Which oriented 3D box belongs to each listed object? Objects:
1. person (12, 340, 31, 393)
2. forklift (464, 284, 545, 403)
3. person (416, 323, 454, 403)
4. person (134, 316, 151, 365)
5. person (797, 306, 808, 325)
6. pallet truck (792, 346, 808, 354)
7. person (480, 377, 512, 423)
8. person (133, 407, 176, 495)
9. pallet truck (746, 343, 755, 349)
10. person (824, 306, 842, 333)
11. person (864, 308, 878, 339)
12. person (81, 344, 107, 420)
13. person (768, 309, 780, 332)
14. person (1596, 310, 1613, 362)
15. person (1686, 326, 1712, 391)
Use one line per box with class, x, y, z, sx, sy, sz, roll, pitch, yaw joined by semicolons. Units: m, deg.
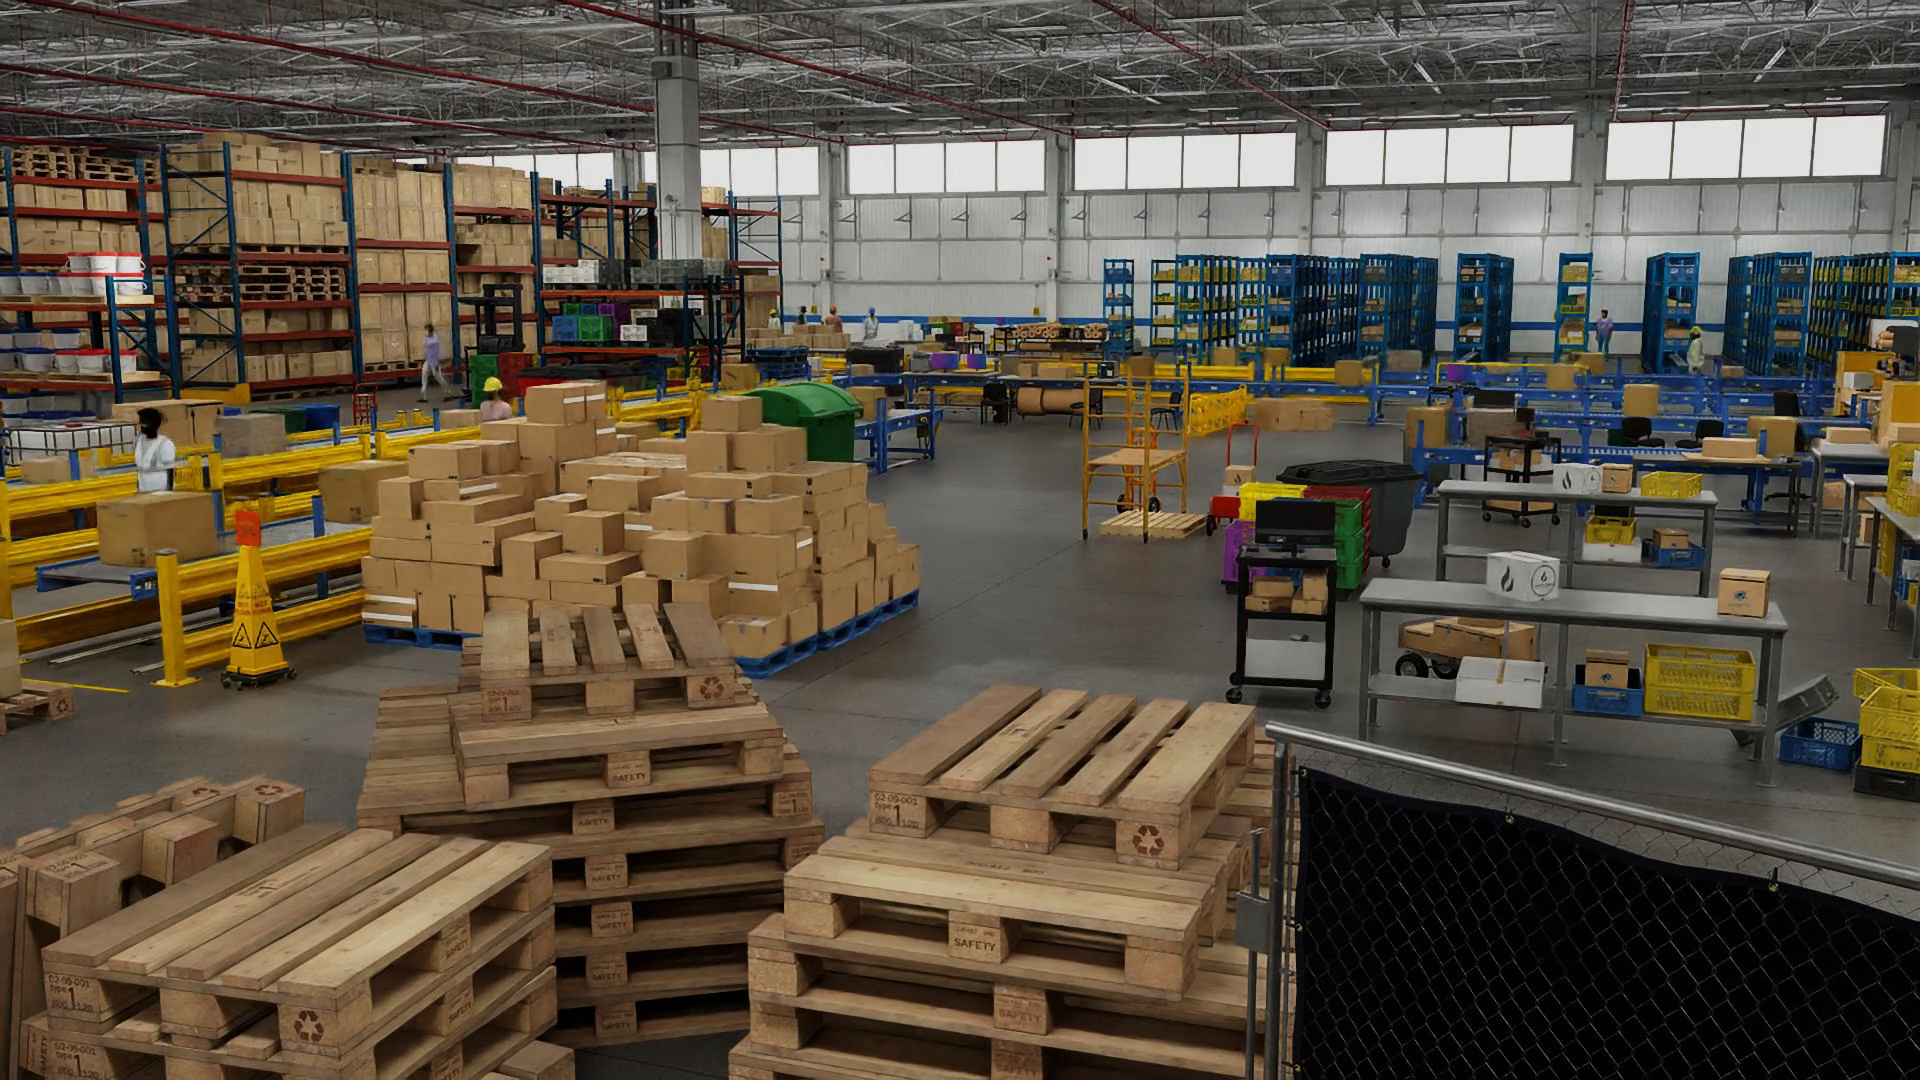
person;-21.146;-3.869;37.605;0.662;1.860;1.005;3;10;19
forklift;-10.832;-4.702;39.610;1.129;2.768;1.873;3;10;20
person;-12.545;-4.220;39.671;0.639;1.901;0.976;7;11;37
person;-24.783;-5.908;50.525;0.598;1.815;0.630;4;10;22
person;-6.297;-8.447;66.455;0.475;1.830;0.626;0;9;-2
pallet truck;-3.705;-4.298;42.022;0.653;1.274;1.630;3;10;20
person;-5.882;-1.189;21.041;0.536;1.753;0.383;5;10;26
person;-8.315;-0.539;17.195;0.552;1.686;0.384;4;10;24
pallet truck;-6.183;-4.618;44.264;1.601;1.201;0.680;-9;12;-43
person;-4.417;-7.131;57.725;0.627;1.954;0.918;-1;9;-7
person;-3.096;-7.132;57.988;0.623;1.895;1.026;-7;11;-36
person;-17.908;-3.230;34.315;0.665;1.609;0.534;3;10;19
person;-6.994;-7.774;62.392;0.535;1.767;0.317;6;11;32
person;22.454;-7.106;57.971;0.390;1.838;0.563;-8;12;-40
person;17.981;-4.310;40.483;0.687;1.815;0.606;6;11;32
